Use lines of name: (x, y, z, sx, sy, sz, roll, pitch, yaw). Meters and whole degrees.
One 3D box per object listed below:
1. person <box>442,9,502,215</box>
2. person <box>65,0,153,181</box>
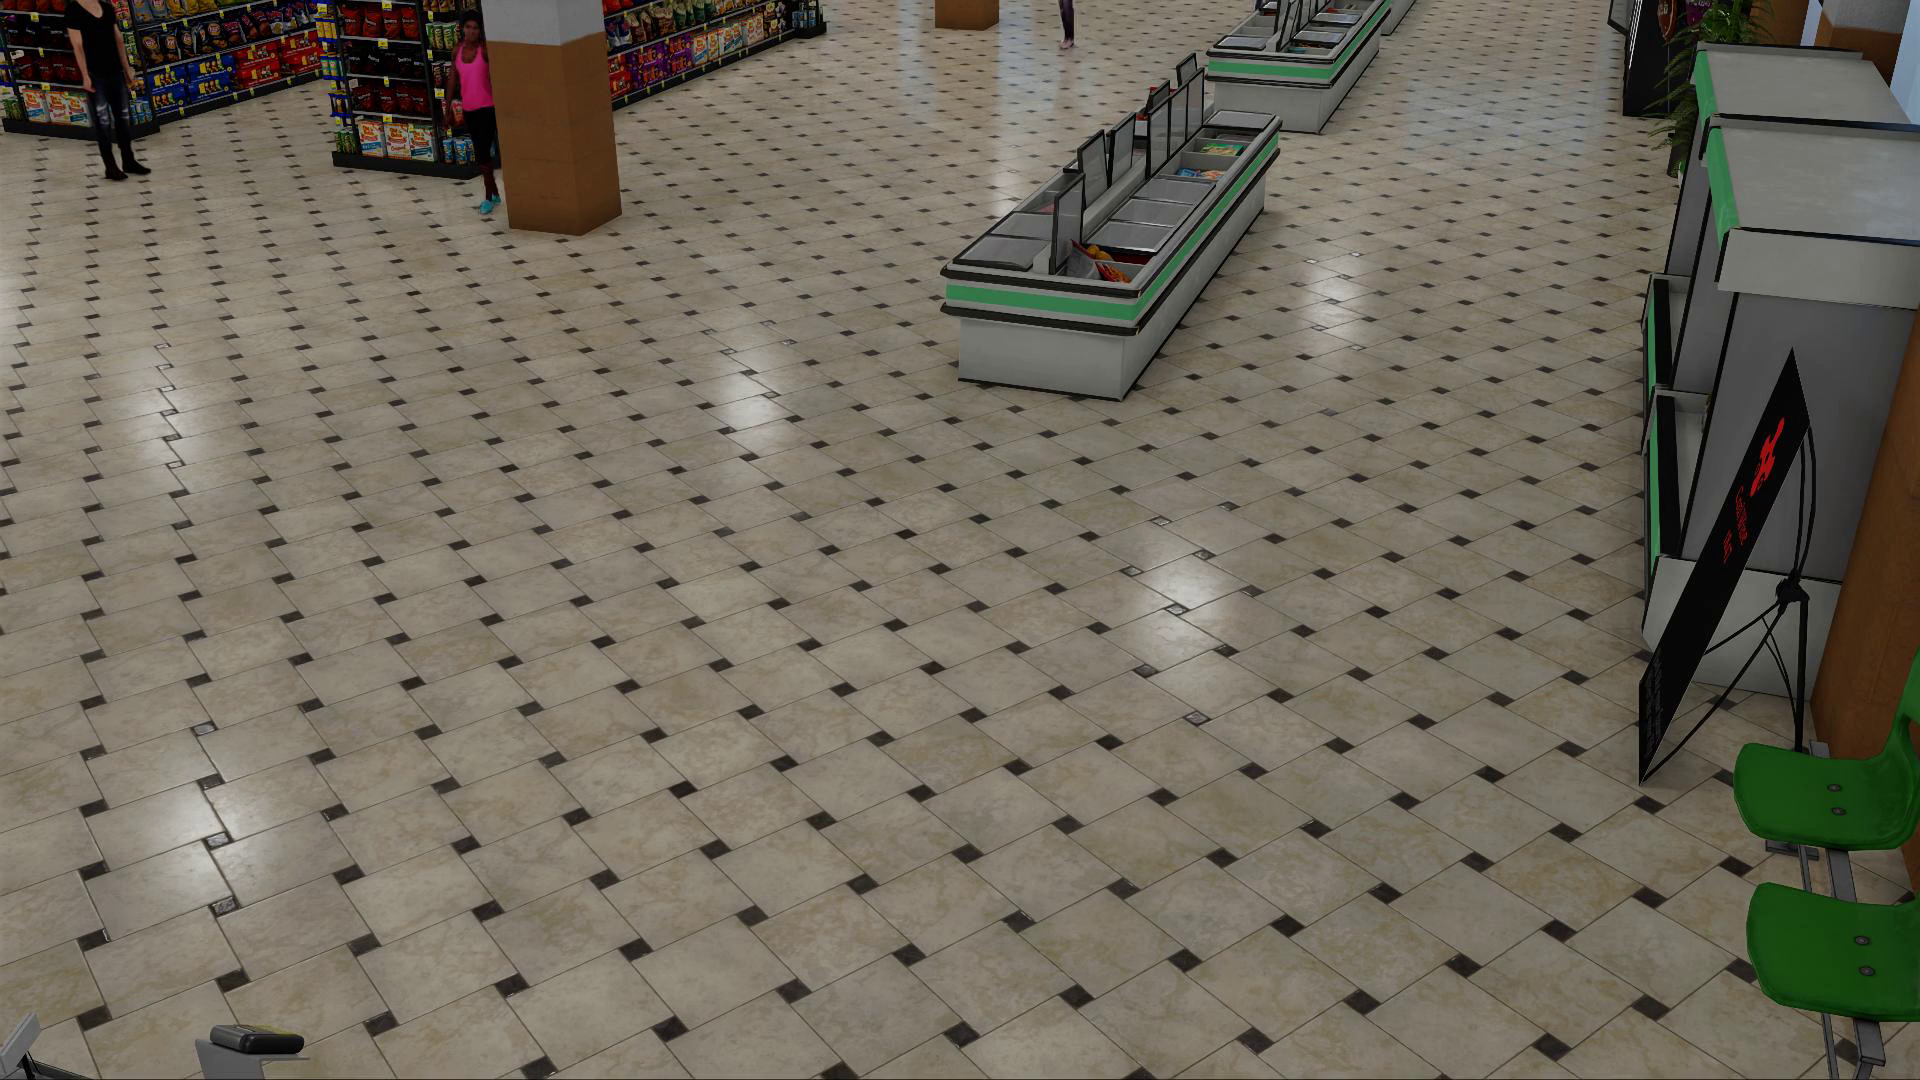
person: (-4.079, -3.698, 14.312, 0.636, 1.707, 0.738, 9, 28, 17)
person: (-7.889, -4.291, 15.272, 0.763, 1.894, 0.589, 15, 30, 26)
